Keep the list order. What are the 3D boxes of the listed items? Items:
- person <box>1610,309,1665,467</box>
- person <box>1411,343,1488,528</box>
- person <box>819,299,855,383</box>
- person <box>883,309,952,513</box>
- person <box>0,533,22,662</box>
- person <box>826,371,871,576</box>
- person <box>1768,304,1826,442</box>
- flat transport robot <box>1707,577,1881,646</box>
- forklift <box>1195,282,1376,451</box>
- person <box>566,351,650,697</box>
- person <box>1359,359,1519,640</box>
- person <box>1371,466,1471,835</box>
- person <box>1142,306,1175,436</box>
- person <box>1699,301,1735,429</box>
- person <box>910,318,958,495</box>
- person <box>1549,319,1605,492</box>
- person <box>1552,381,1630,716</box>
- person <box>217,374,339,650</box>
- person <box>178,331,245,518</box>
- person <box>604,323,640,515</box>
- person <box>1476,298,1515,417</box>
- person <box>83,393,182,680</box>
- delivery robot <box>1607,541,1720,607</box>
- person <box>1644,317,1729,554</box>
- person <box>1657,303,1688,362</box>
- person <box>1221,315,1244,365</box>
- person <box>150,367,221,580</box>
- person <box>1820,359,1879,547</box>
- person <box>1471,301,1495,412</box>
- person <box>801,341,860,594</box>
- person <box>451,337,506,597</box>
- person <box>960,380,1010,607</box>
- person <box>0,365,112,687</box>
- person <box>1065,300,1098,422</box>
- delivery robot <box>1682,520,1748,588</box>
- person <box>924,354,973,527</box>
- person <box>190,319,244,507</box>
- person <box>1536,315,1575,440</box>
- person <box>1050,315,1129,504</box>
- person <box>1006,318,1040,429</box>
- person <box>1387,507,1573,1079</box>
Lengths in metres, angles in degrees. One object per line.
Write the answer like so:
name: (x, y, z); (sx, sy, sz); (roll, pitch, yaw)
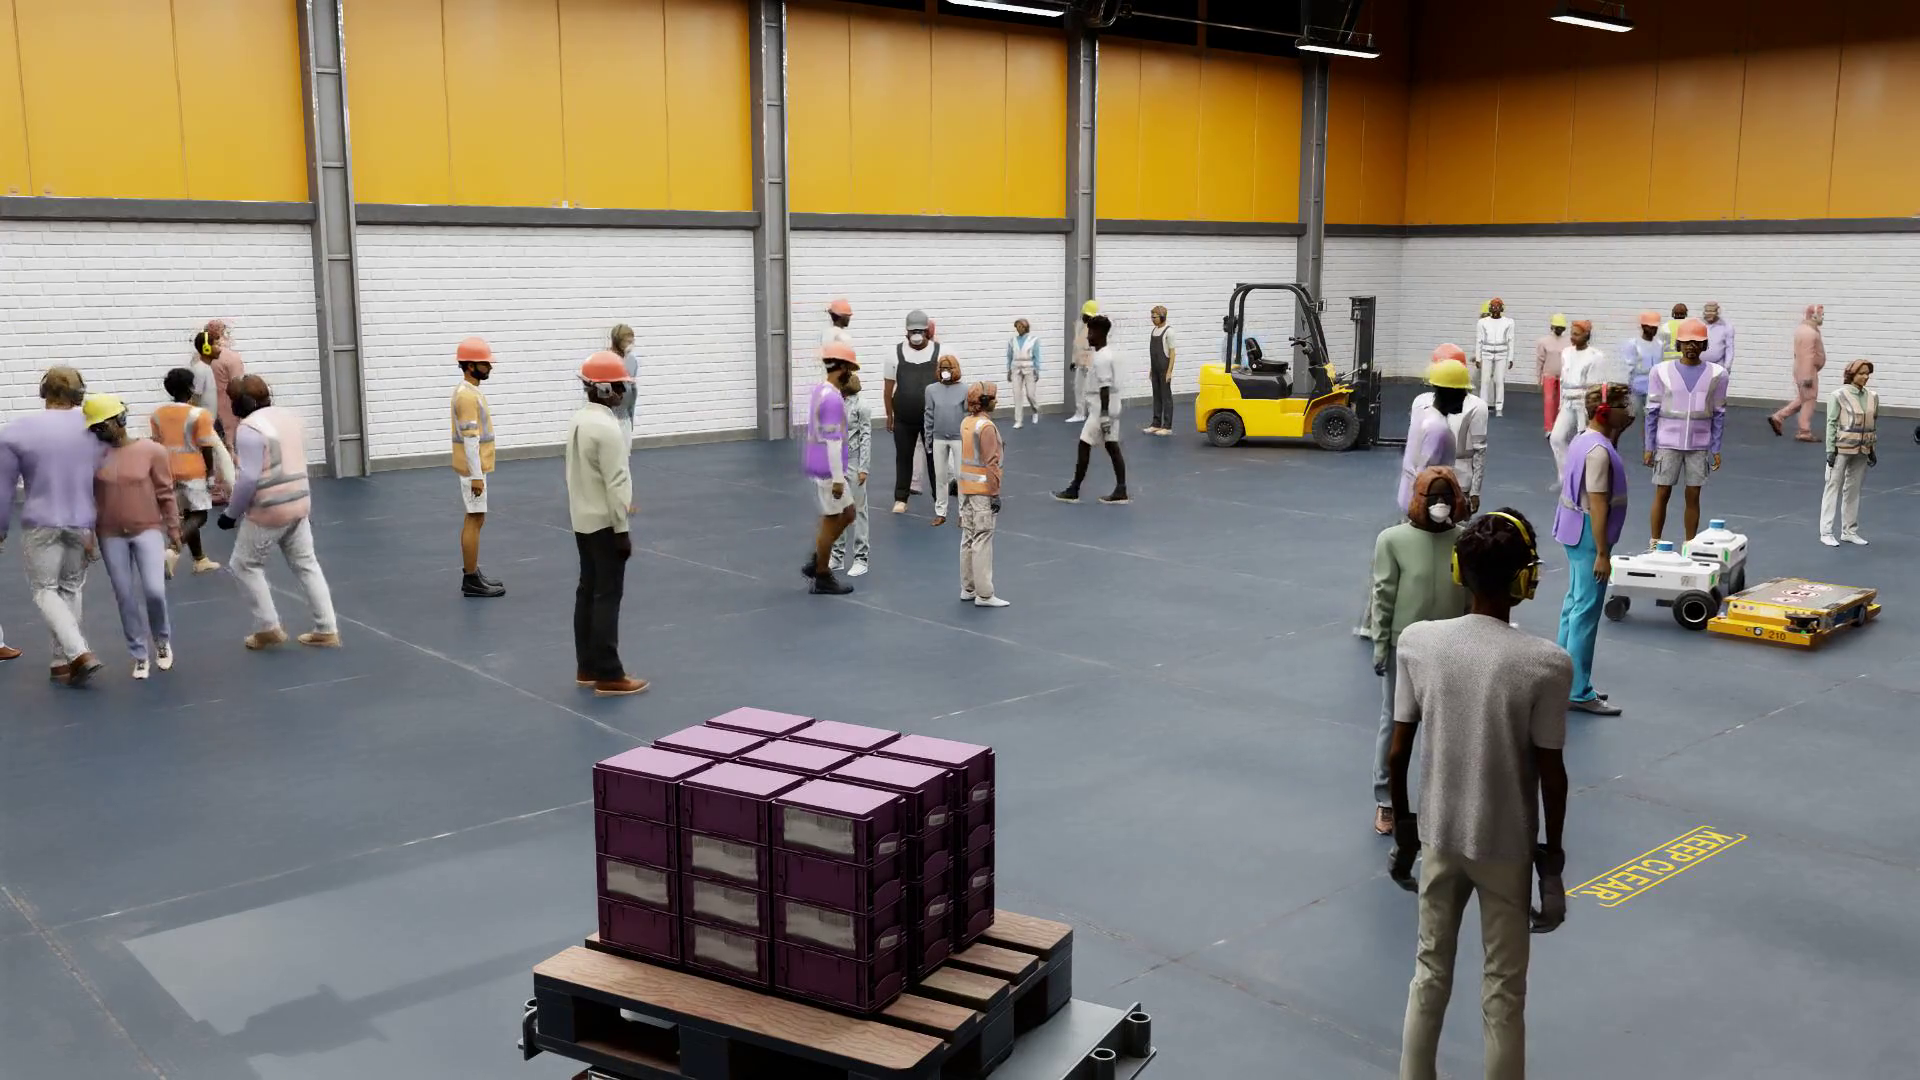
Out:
person: (8.245, -1.852, 20.209); (0.556, 1.908, 0.929); (-3, 10, -15)
person: (3.343, -0.387, 11.504); (0.543, 1.939, 0.359); (6, 12, 33)
person: (-1.456, -1.889, 20.062); (0.417, 2.028, 0.604); (-7, 12, -37)
person: (-0.409, -1.261, 16.323); (0.700, 2.000, 0.536); (0, 10, 0)
person: (-6.189, -0.148, 10.304); (0.518, 1.874, 0.330); (-1, 10, -4)
person: (-0.927, -0.585, 13.236); (0.487, 1.744, 0.297); (7, 12, 34)
person: (11.517, -2.280, 22.758); (0.593, 1.891, 0.641); (3, 10, 19)
flat transport robot: (5.721, 0.470, 11.364); (0.652, 0.197, 1.431); (10, 14, 44)
forklift: (4.328, -2.346, 22.227); (2.313, 2.155, 1.214); (3, 10, 16)
person: (-2.059, -0.098, 9.647); (0.395, 1.992, 0.622); (-7, 12, -34)
person: (3.105, -0.229, 10.782); (1.009, 1.871, 0.598); (1, 10, 3)
person: (2.047, 0.483, 7.299); (0.498, 1.634, 0.281); (0, 10, -2)
person: (2.847, -2.396, 23.564); (0.350, 1.837, 0.506); (-5, 11, -27)
person: (10.861, -2.507, 24.109); (0.644, 1.867, 0.944); (4, 10, 22)
person: (-0.325, -1.389, 17.573); (0.674, 1.927, 0.567); (-7, 12, -35)
person: (6.518, -1.405, 17.674); (0.551, 1.863, 0.618); (-4, 11, -23)
person: (3.516, 0.036, 9.292); (0.388, 1.848, 0.564); (2, 10, 11)
person: (-4.369, -0.155, 10.595); (0.662, 1.788, 0.645); (1, 10, 8)
person: (-7.269, -1.109, 16.099); (0.987, 1.814, 0.536); (-4, 11, -23)
person: (-3.483, -1.195, 16.376); (0.700, 1.905, 0.639); (4, 11, 24)
person: (8.441, -2.875, 26.273); (0.579, 1.878, 0.345); (3, 10, 17)
person: (-4.959, -0.017, 9.933); (0.555, 1.728, 0.381); (-3, 10, -19)
delivery robot: (4.870, 0.252, 11.534); (0.707, 0.478, 0.477); (5, 11, 27)
person: (5.873, -0.778, 13.487); (0.608, 2.044, 0.370); (3, 10, 15)
person: (10.639, -2.590, 24.686); (0.627, 1.845, 0.429); (3, 10, 15)
person: (4.127, -2.567, 25.114); (0.884, 1.651, 0.541); (-5, 11, -26)
person: (-6.093, -0.512, 13.010); (0.536, 1.677, 0.721); (3, 10, 16)
person: (7.800, -0.764, 14.582); (0.514, 1.643, 0.307); (-3, 10, -15)
person: (8.532, -2.991, 27.149); (0.494, 1.800, 0.598); (-1, 10, -8)
person: (-0.934, -0.524, 12.404); (0.411, 1.903, 0.567); (-2, 10, -9)
person: (-3.597, -0.544, 12.424); (0.366, 1.935, 0.552); (-3, 10, -17)
person: (0.153, -0.335, 12.069); (0.310, 1.642, 0.514); (-4, 10, -22)
person: (-5.298, -0.074, 9.799); (0.686, 1.901, 0.692); (-9, 13, -41)
person: (1.938, -2.698, 25.226); (0.415, 1.883, 0.667); (-5, 11, -29)
delivery robot: (5.661, 0.092, 12.471); (0.477, 0.478, 0.707); (7, 12, 35)
person: (-0.097, -0.926, 15.582); (0.501, 1.626, 0.282); (3, 10, 17)
person: (-7.420, -1.265, 16.800); (0.682, 1.898, 0.404); (5, 11, 29)
person: (8.244, -2.235, 22.957); (0.526, 1.720, 0.909); (2, 10, 10)
person: (1.331, -1.325, 17.008); (0.920, 1.923, 0.618); (3, 10, 16)
person: (0.941, -2.464, 24.550); (0.537, 1.625, 0.467); (4, 11, 23)
person: (1.403, 0.841, 4.522); (0.514, 1.870, 0.332); (8, 13, 41)
